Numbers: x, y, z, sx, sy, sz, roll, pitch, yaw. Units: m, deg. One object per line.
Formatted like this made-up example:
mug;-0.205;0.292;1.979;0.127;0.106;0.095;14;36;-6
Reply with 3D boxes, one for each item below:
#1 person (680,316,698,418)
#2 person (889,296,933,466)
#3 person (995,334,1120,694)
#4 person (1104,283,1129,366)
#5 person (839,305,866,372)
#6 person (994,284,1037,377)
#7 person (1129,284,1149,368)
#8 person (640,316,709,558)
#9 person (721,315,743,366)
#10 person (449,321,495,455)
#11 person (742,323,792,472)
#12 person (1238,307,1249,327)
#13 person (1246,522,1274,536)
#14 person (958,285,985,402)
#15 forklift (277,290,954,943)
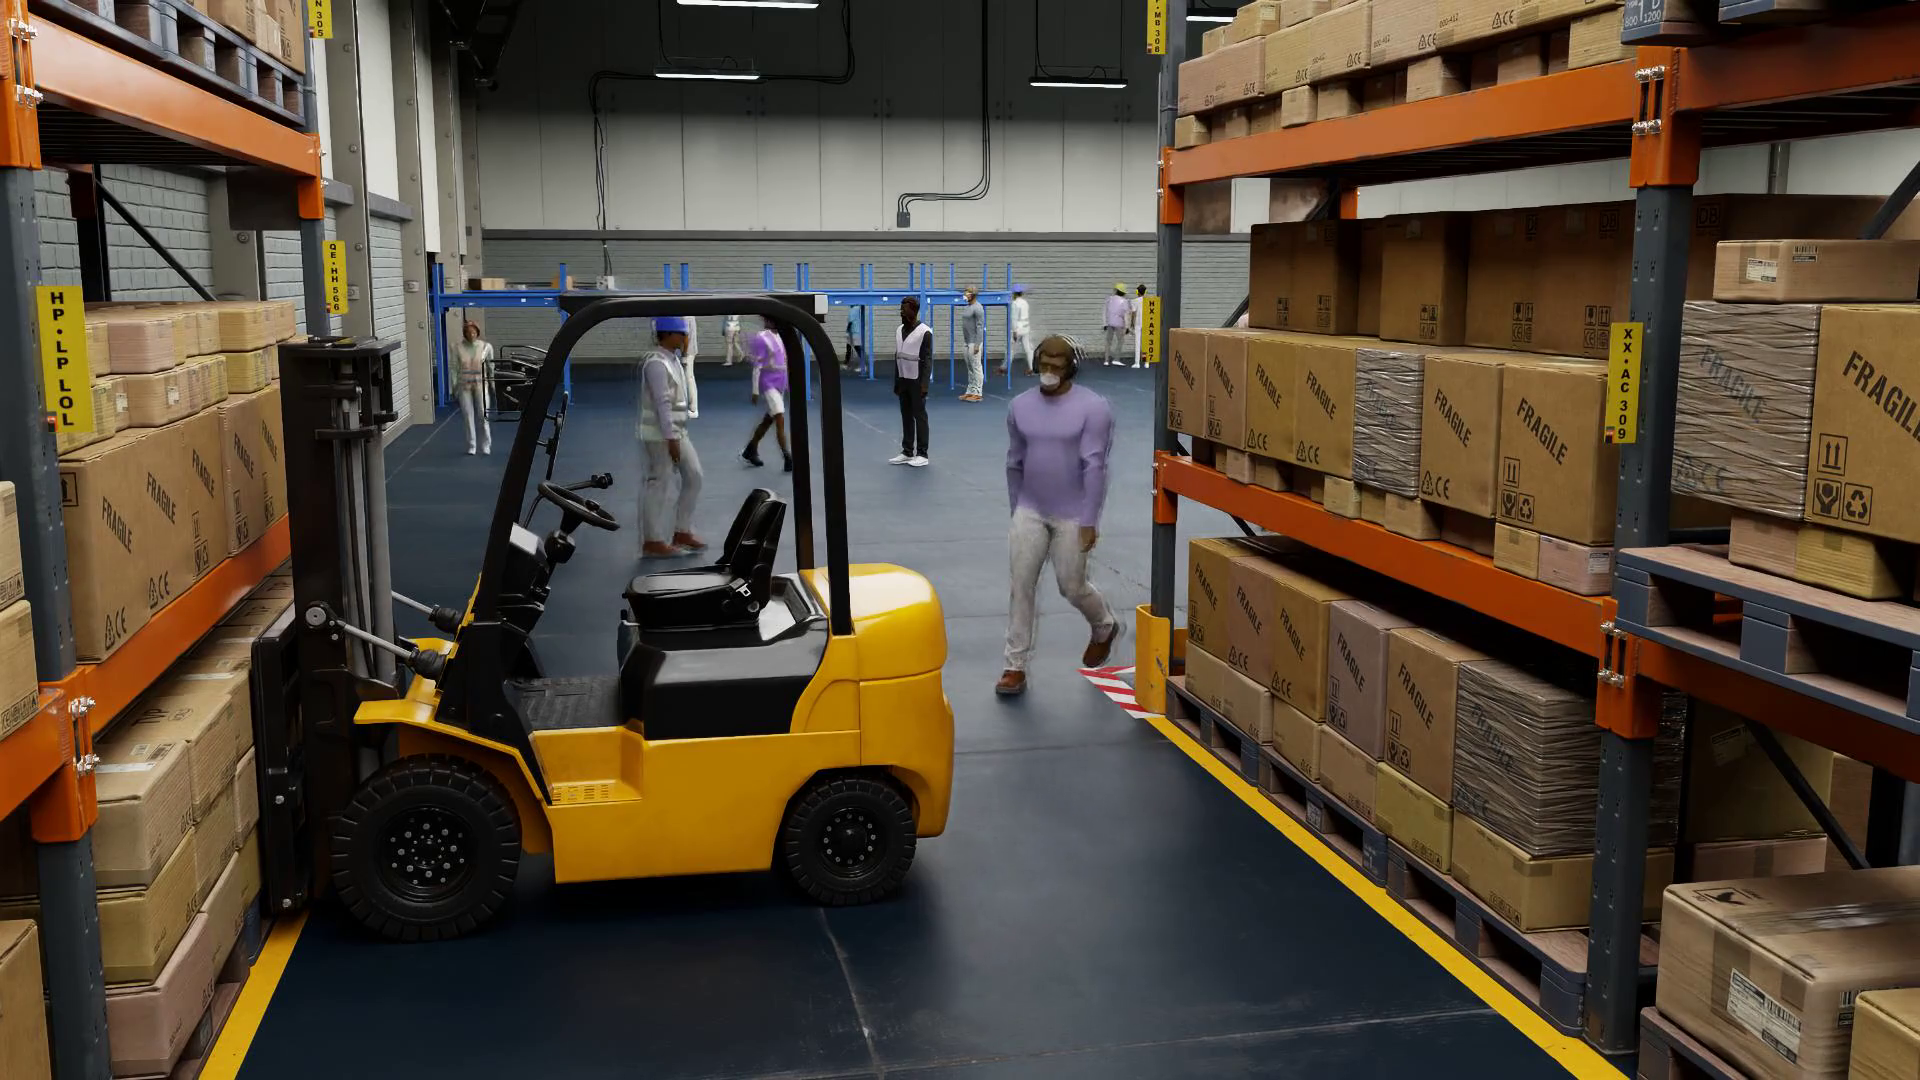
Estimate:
person;-4.114;-2.775;25.025;0.323;1.865;0.517;0;9;-2
person;-0.537;-1.815;18.979;0.392;1.920;0.587;-8;12;-40
person;0.545;-0.154;8.897;0.642;1.913;0.793;5;11;28
person;3.552;-4.910;37.977;0.656;1.885;0.413;8;12;41
person;-2.379;-4.446;35.755;0.783;1.661;0.551;1;9;4
person;1.204;-4.329;34.393;1.022;1.891;0.641;7;11;36
person;4.046;-4.786;37.235;0.518;1.873;0.328;-2;10;-14
person;-2.212;-0.815;12.885;0.645;1.925;0.622;1;9;9
person;-5.213;-4.785;37.950;0.350;1.635;0.548;6;11;32
person;-5.823;-1.806;19.874;0.517;1.609;0.701;-2;10;-13
person;-2.118;-1.736;18.615;1.004;1.894;0.564;6;11;33
person;4.910;-3.257;28.238;0.532;1.767;0.328;-5;11;-28
person;2.479;-0.811;13.444;0.487;1.731;0.392;4;10;21
person;0.205;-3.303;27.990;0.372;1.940;0.627;-3;10;-20
forklift;-1.179;0.175;6.143;2.313;2.155;1.214;-2;10;-12
